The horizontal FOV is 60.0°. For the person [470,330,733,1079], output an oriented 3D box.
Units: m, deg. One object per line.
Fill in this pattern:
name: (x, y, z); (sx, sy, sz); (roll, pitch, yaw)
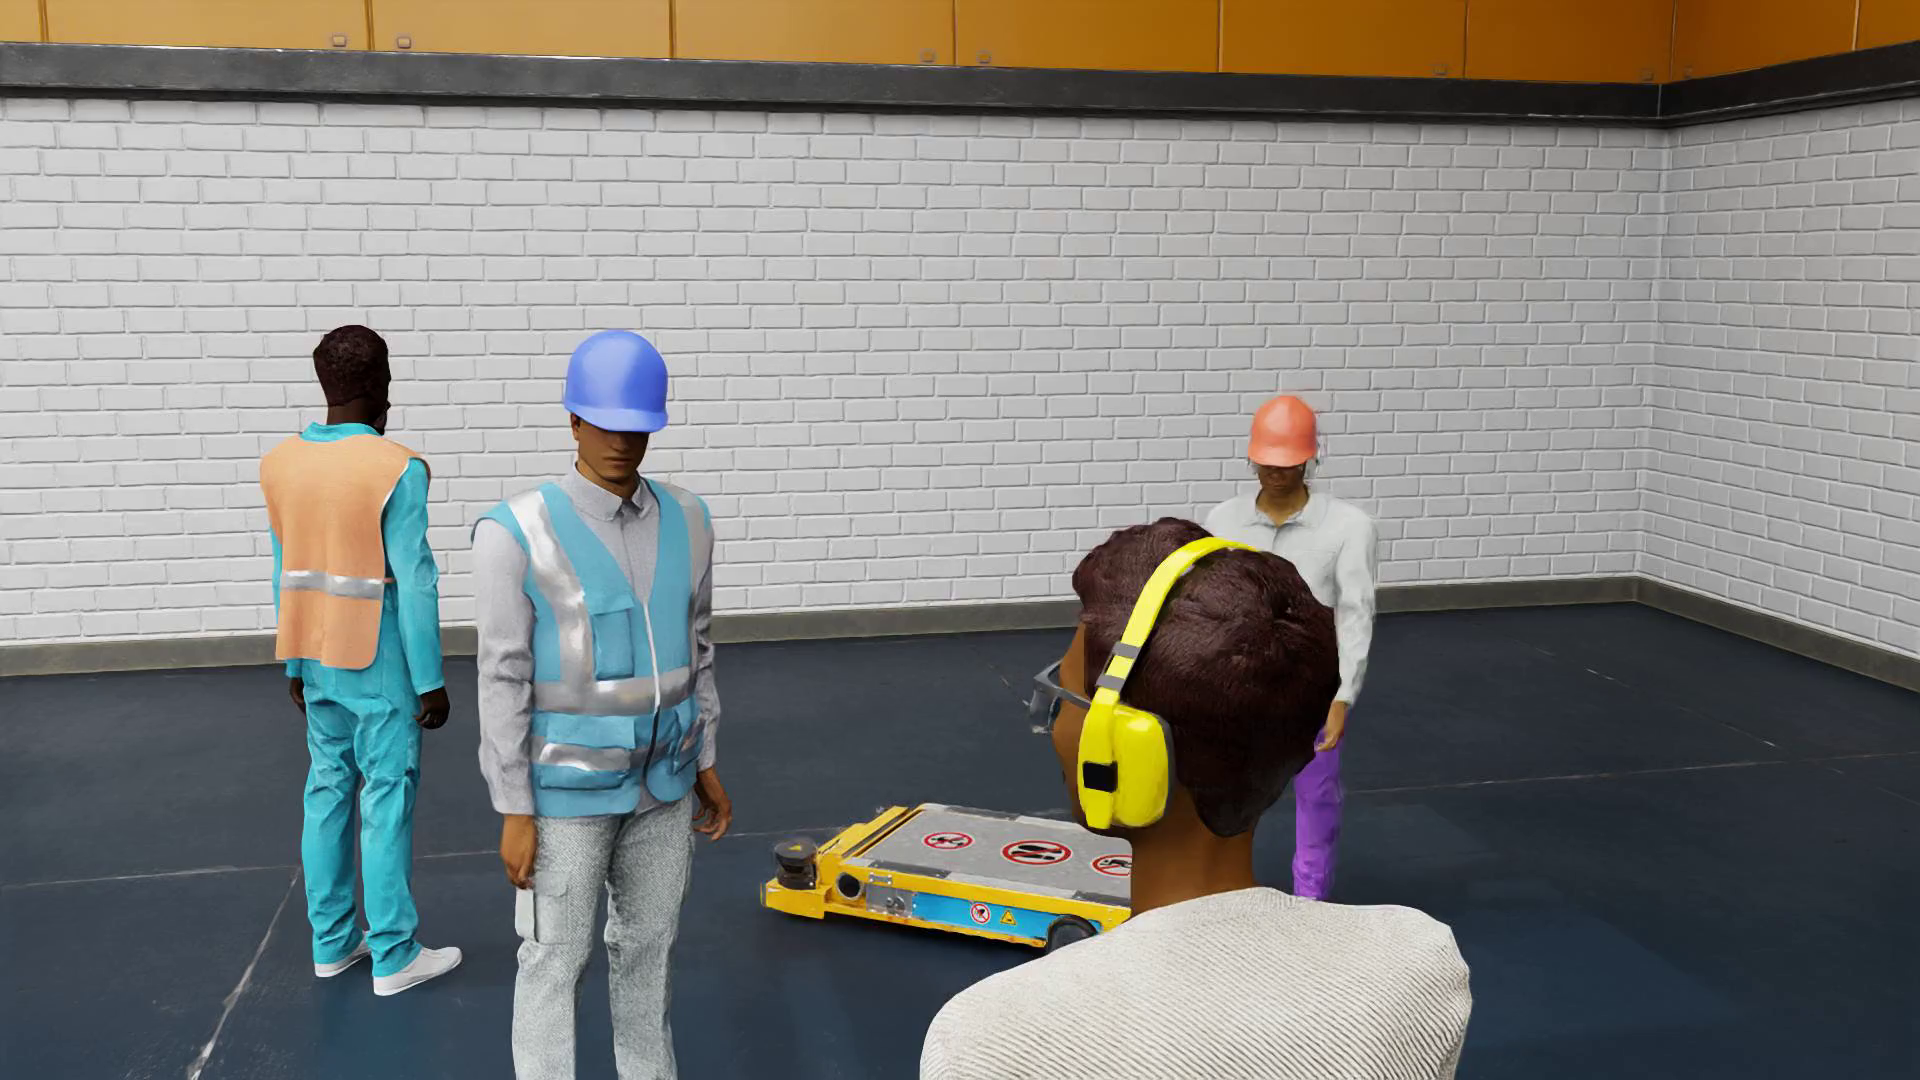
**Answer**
person: (-0.751, 0.521, 3.603); (0.402, 1.941, 0.602); (9, 13, 42)

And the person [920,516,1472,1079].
person: (0.182, 0.909, 1.446); (0.532, 1.873, 0.315); (-4, 10, -25)

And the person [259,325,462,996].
person: (-1.727, 0.348, 4.762); (0.588, 1.911, 0.396); (5, 10, 27)

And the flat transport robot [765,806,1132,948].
flat transport robot: (0.162, 1.076, 5.296); (1.431, 0.197, 0.652); (4, 10, 23)

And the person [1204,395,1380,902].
person: (0.919, 0.435, 4.860); (0.556, 1.691, 0.930); (4, 10, 25)
